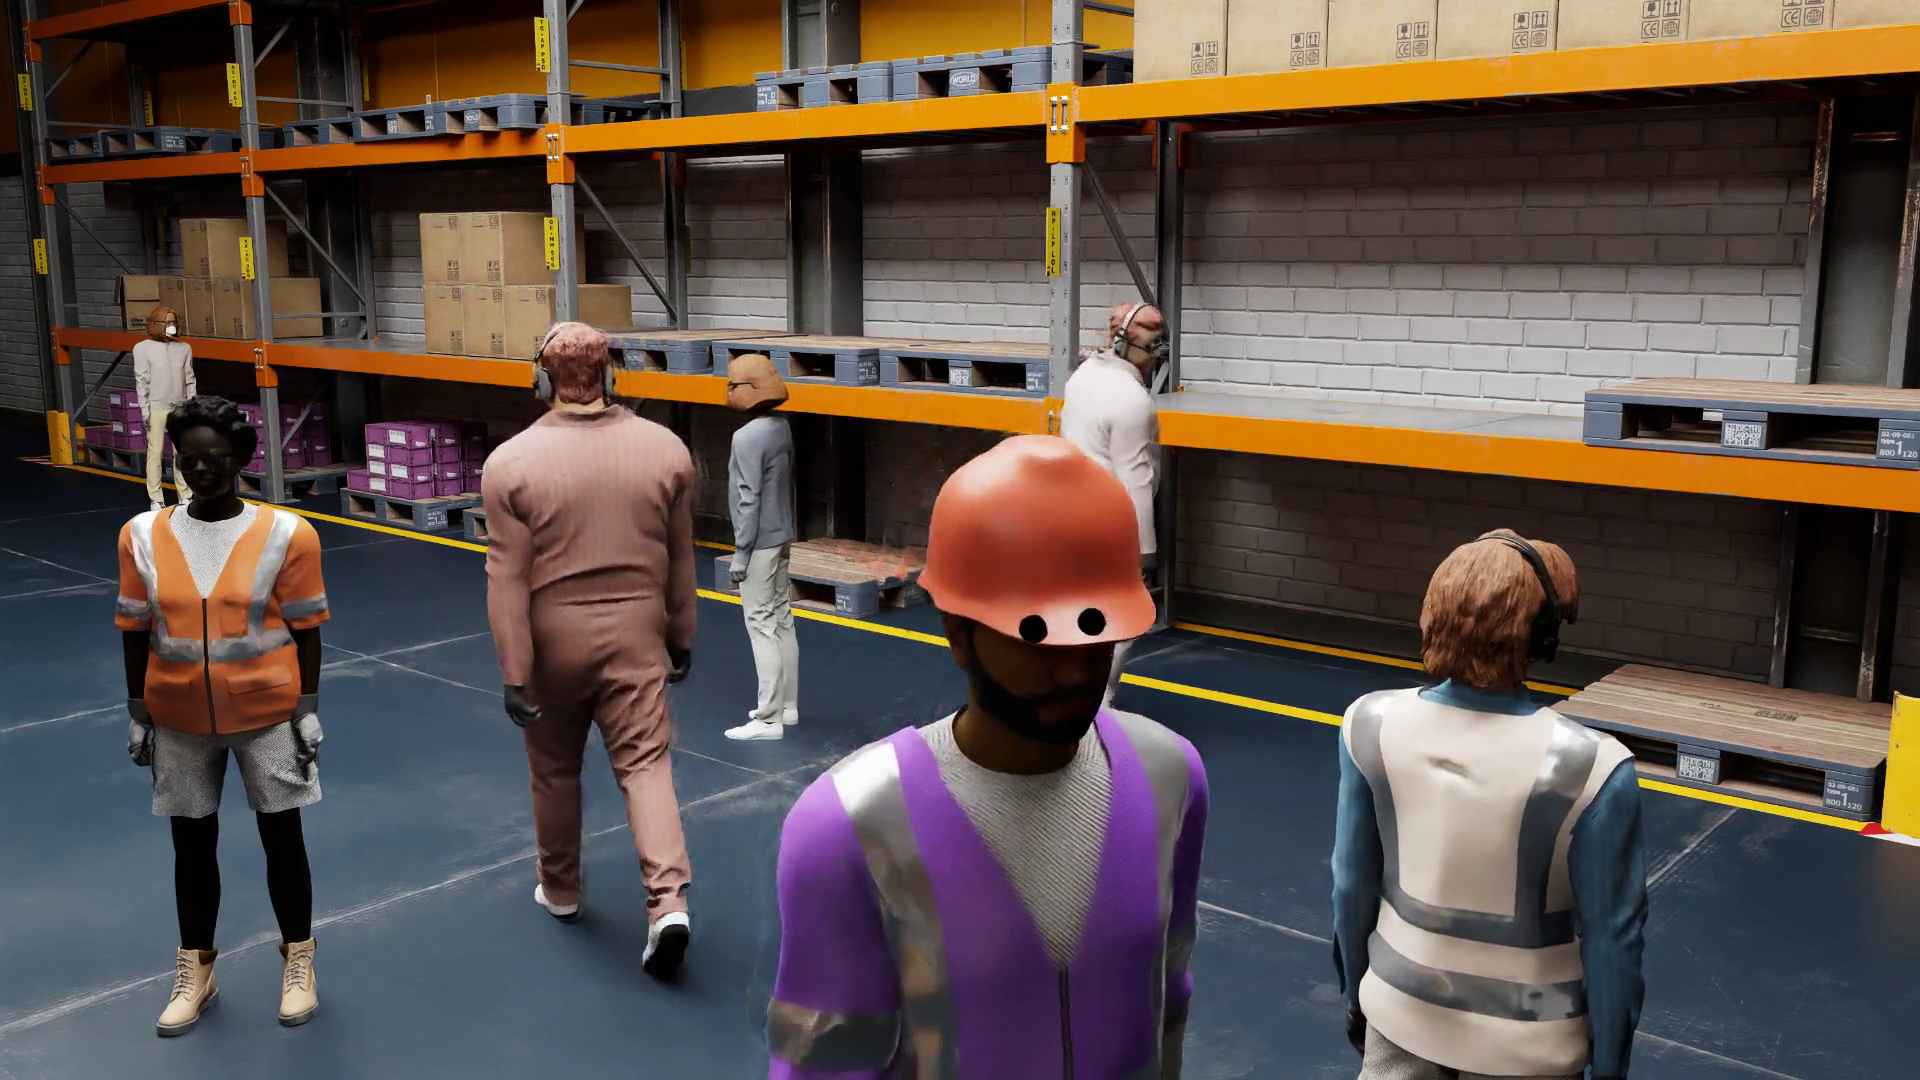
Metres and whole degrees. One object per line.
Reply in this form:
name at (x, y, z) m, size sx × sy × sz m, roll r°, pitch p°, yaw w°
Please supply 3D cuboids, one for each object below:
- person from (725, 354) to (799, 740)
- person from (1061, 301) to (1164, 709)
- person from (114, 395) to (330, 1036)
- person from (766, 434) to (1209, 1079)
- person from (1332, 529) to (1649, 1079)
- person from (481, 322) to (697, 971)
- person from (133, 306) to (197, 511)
person at (-0.848, 0.032, 7.060) m, size 0.269 × 1.631 × 0.509 m, roll 2°, pitch 10°, yaw 14°
person at (0.601, -0.068, 6.990) m, size 0.417 × 1.865 × 0.805 m, roll -4°, pitch 11°, yaw -20°
person at (-1.944, 0.464, 4.414) m, size 0.533 × 1.699 × 0.318 m, roll -2°, pitch 10°, yaw -10°
person at (0.038, 0.807, 1.958) m, size 0.570 × 1.886 × 1.000 m, roll -4°, pitch 11°, yaw -24°
person at (0.827, 0.800, 2.669) m, size 0.511 × 1.640 × 0.308 m, roll 9°, pitch 13°, yaw 41°
person at (-1.054, 0.302, 4.868) m, size 0.643 × 1.879 × 0.934 m, roll -5°, pitch 11°, yaw -27°
person at (-6.223, -1.020, 13.070) m, size 0.277 × 1.629 × 0.496 m, roll 6°, pitch 12°, yaw 32°
